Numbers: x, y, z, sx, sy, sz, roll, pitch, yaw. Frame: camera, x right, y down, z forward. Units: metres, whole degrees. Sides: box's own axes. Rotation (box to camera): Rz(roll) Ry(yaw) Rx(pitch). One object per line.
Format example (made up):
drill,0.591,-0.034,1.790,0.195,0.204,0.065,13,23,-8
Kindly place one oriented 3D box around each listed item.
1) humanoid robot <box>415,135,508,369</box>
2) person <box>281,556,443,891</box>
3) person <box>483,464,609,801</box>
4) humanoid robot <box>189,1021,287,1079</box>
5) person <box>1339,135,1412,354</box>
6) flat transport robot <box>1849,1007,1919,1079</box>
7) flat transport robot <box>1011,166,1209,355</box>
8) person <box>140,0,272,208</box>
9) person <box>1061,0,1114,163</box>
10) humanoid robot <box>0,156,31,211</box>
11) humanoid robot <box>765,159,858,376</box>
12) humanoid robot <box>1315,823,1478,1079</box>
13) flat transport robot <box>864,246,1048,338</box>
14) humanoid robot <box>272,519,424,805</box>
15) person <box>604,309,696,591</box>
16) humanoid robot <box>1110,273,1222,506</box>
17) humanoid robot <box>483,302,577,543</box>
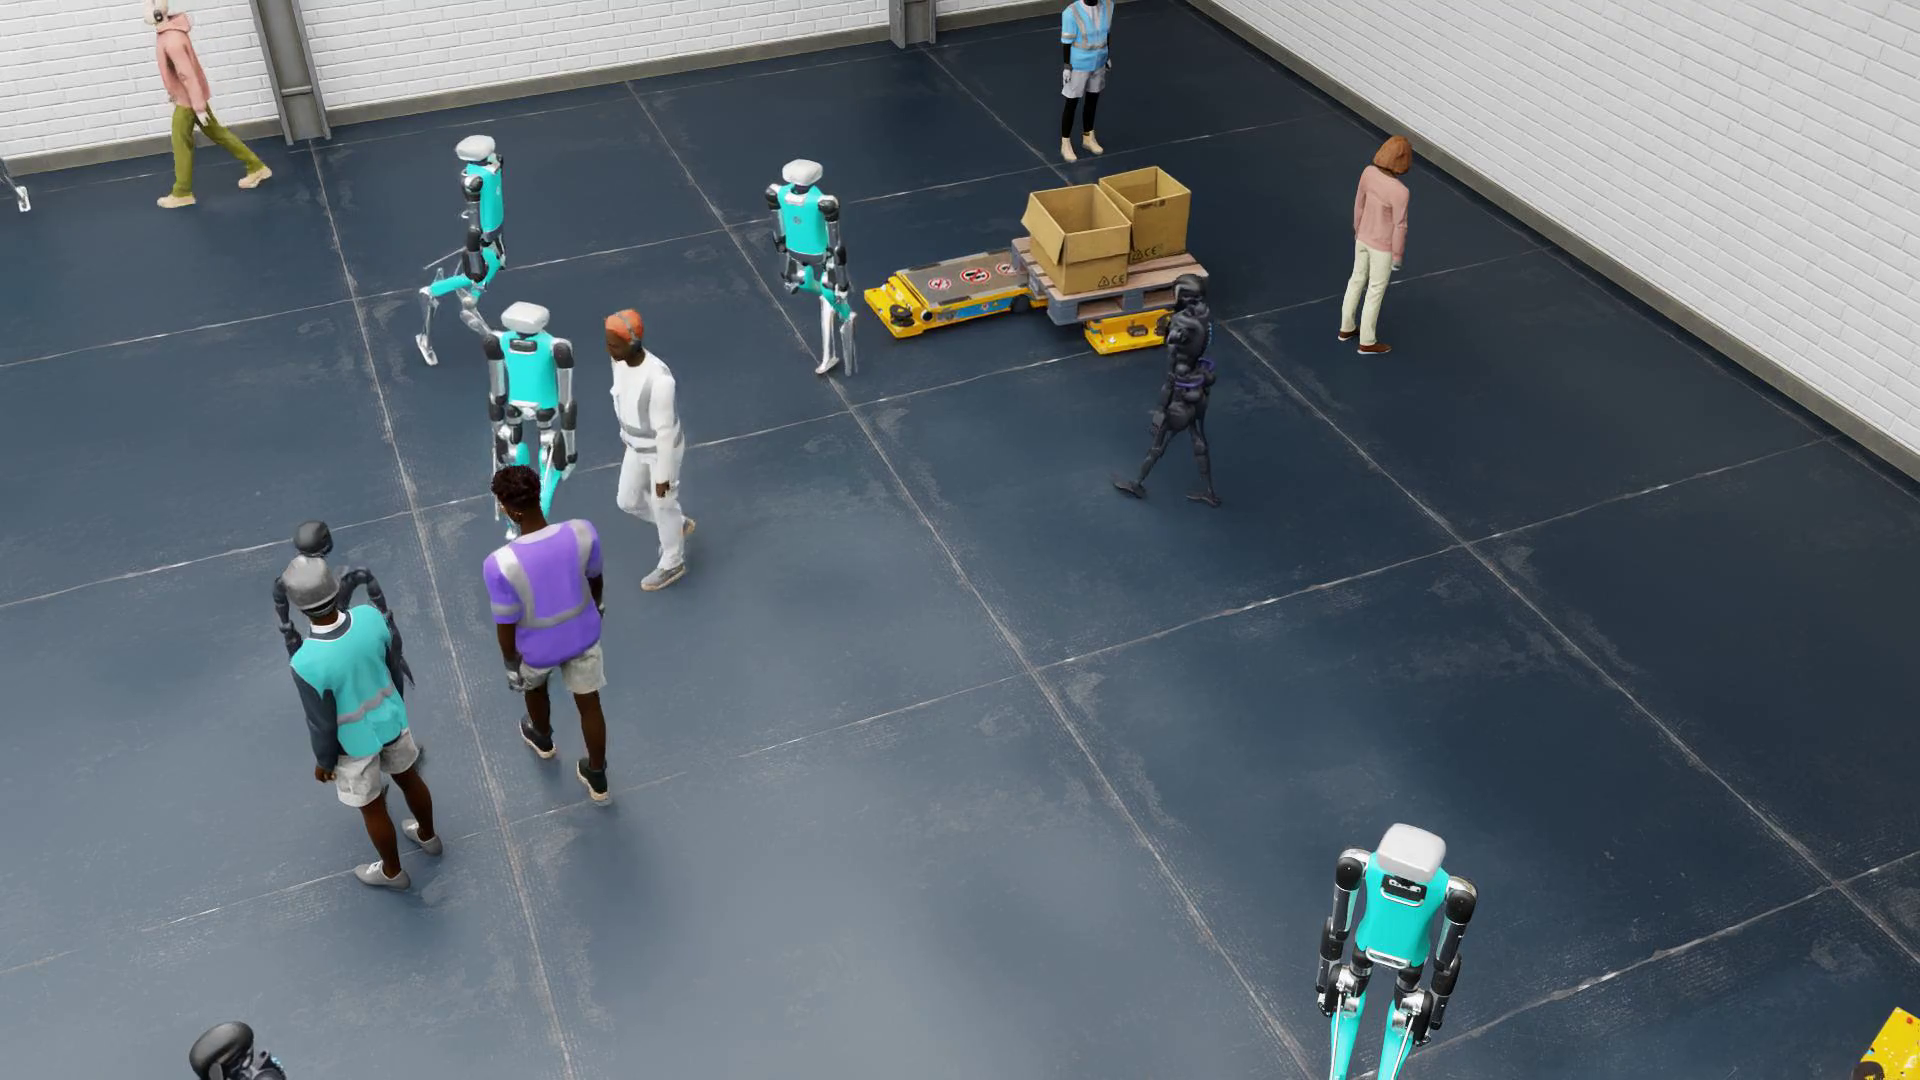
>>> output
humanoid robot,-3.608,-2.007,11.688,0.975,1.751,0.552,4,38,5
person,-2.781,0.878,7.765,0.431,1.936,0.551,19,42,23
person,-2.071,0.408,8.375,0.638,1.929,0.858,-22,43,-26
humanoid robot,-2.503,2.302,6.158,0.591,1.627,0.790,25,44,28
person,2.992,-2.114,11.903,0.266,1.630,0.506,-17,41,-20
flat transport robot,4.520,2.557,6.946,1.431,0.231,0.659,31,47,34
flat transport robot,1.105,-1.879,12.719,0.659,0.231,1.431,-11,39,-14
person,-6.376,-3.687,13.822,0.941,1.798,0.561,-15,40,-19
person,1.107,-4.150,14.500,0.539,1.696,0.317,-22,43,-26
humanoid robot,-8.015,-3.298,13.376,0.555,1.775,0.964,4,38,5
humanoid robot,-0.931,-1.852,11.540,0.533,1.842,0.775,15,40,19
humanoid robot,1.601,1.900,6.488,0.533,1.674,0.735,15,40,18
flat transport robot,0.045,-1.915,12.766,1.431,0.231,0.659,-15,40,-19
humanoid robot,-3.077,0.611,8.349,0.587,1.648,0.578,-5,38,-6
person,-1.796,-0.515,9.627,0.424,1.870,0.584,-29,46,-33
humanoid robot,1.354,-0.942,10.361,0.711,1.631,0.588,18,41,22
humanoid robot,-2.519,-0.410,9.613,0.542,1.762,0.872,6,38,8
